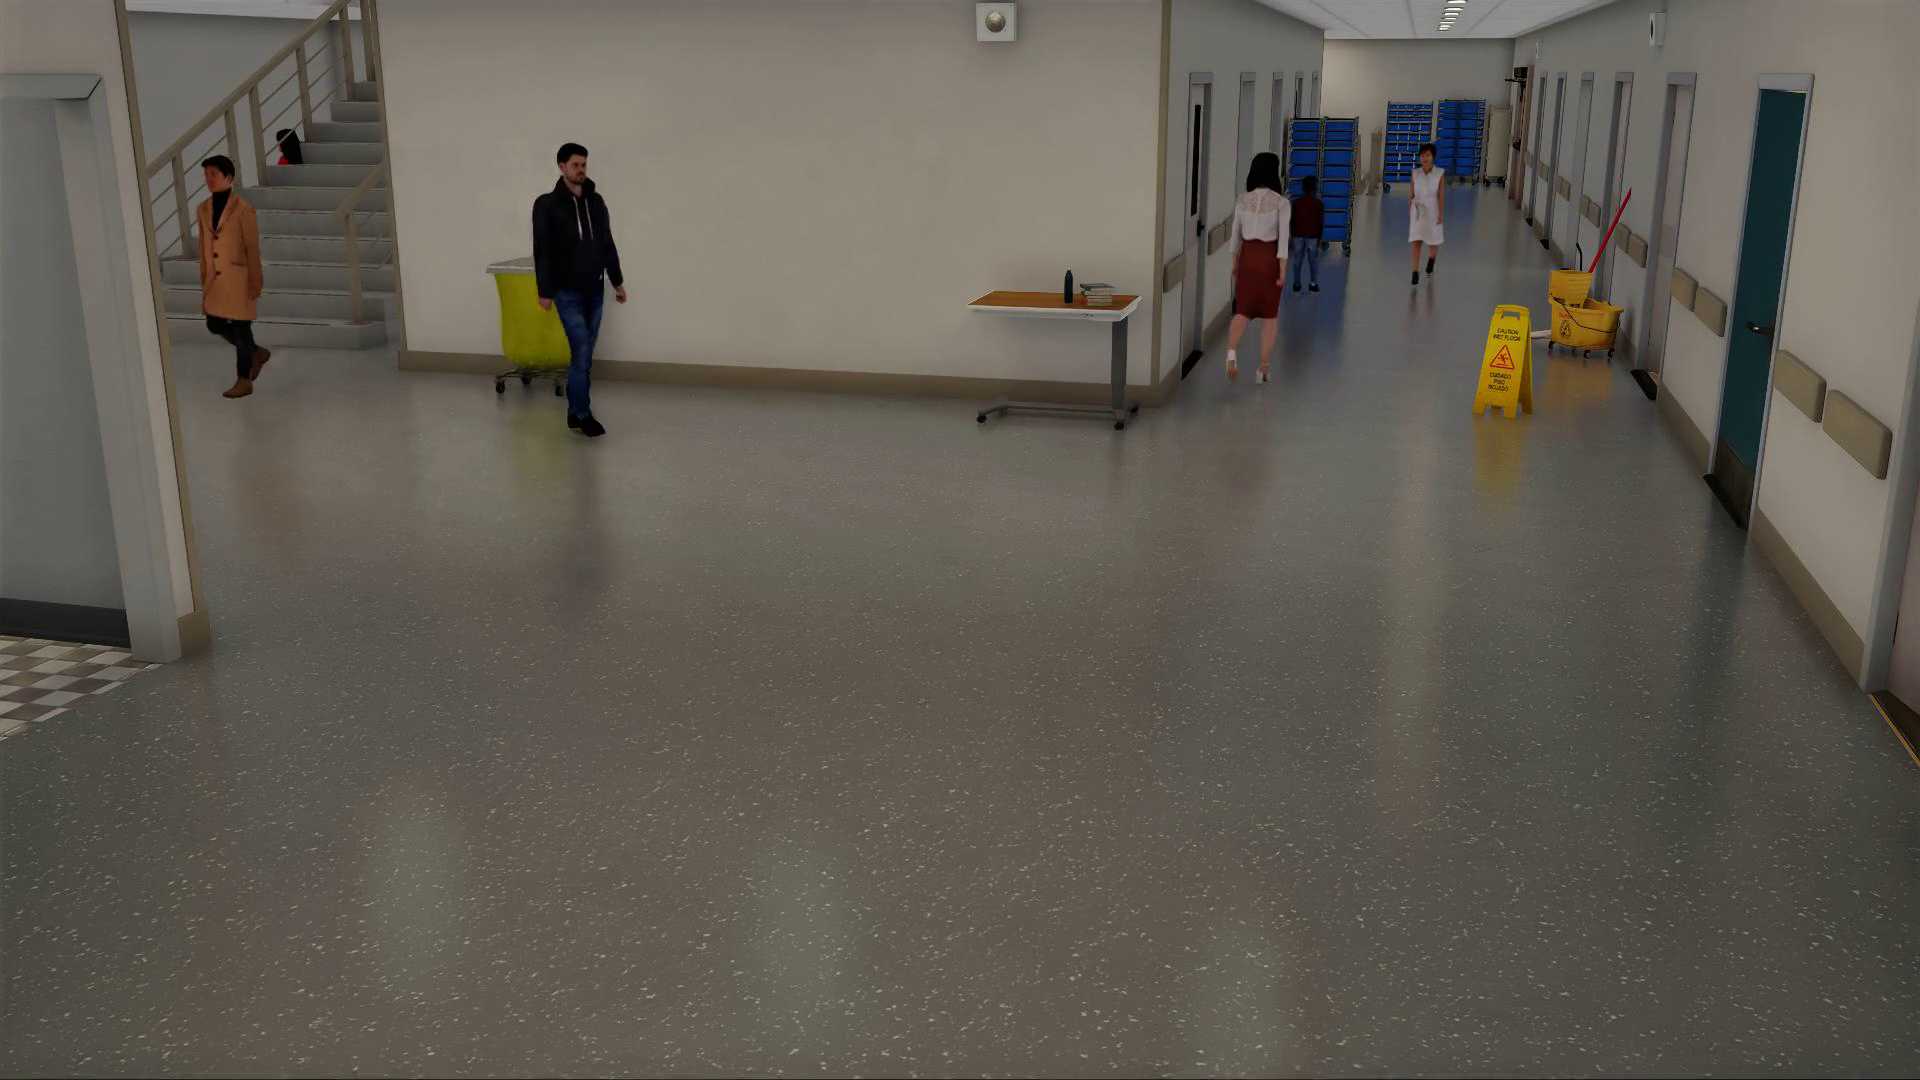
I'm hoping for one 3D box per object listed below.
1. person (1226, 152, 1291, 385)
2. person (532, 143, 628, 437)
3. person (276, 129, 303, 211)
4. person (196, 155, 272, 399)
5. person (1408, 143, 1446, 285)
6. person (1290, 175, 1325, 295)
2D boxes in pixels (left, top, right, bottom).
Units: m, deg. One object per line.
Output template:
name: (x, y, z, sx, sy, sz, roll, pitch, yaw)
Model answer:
person: (2.184, -1.957, 12.289, 0.764, 1.728, 1.094, 8, 18, 27)
person: (-2.546, -1.627, 10.855, 0.942, 1.871, 0.913, 13, 20, 38)
person: (-6.900, -3.386, 17.324, 0.689, 1.746, 0.562, 2, 16, 8)
person: (-5.251, -1.922, 12.107, 0.671, 1.718, 0.823, 5, 17, 18)
person: (5.225, -3.632, 18.594, 0.601, 1.530, 0.955, 6, 17, 19)
person: (3.689, -3.265, 17.805, 0.510, 1.252, 0.521, 5, 16, 17)
